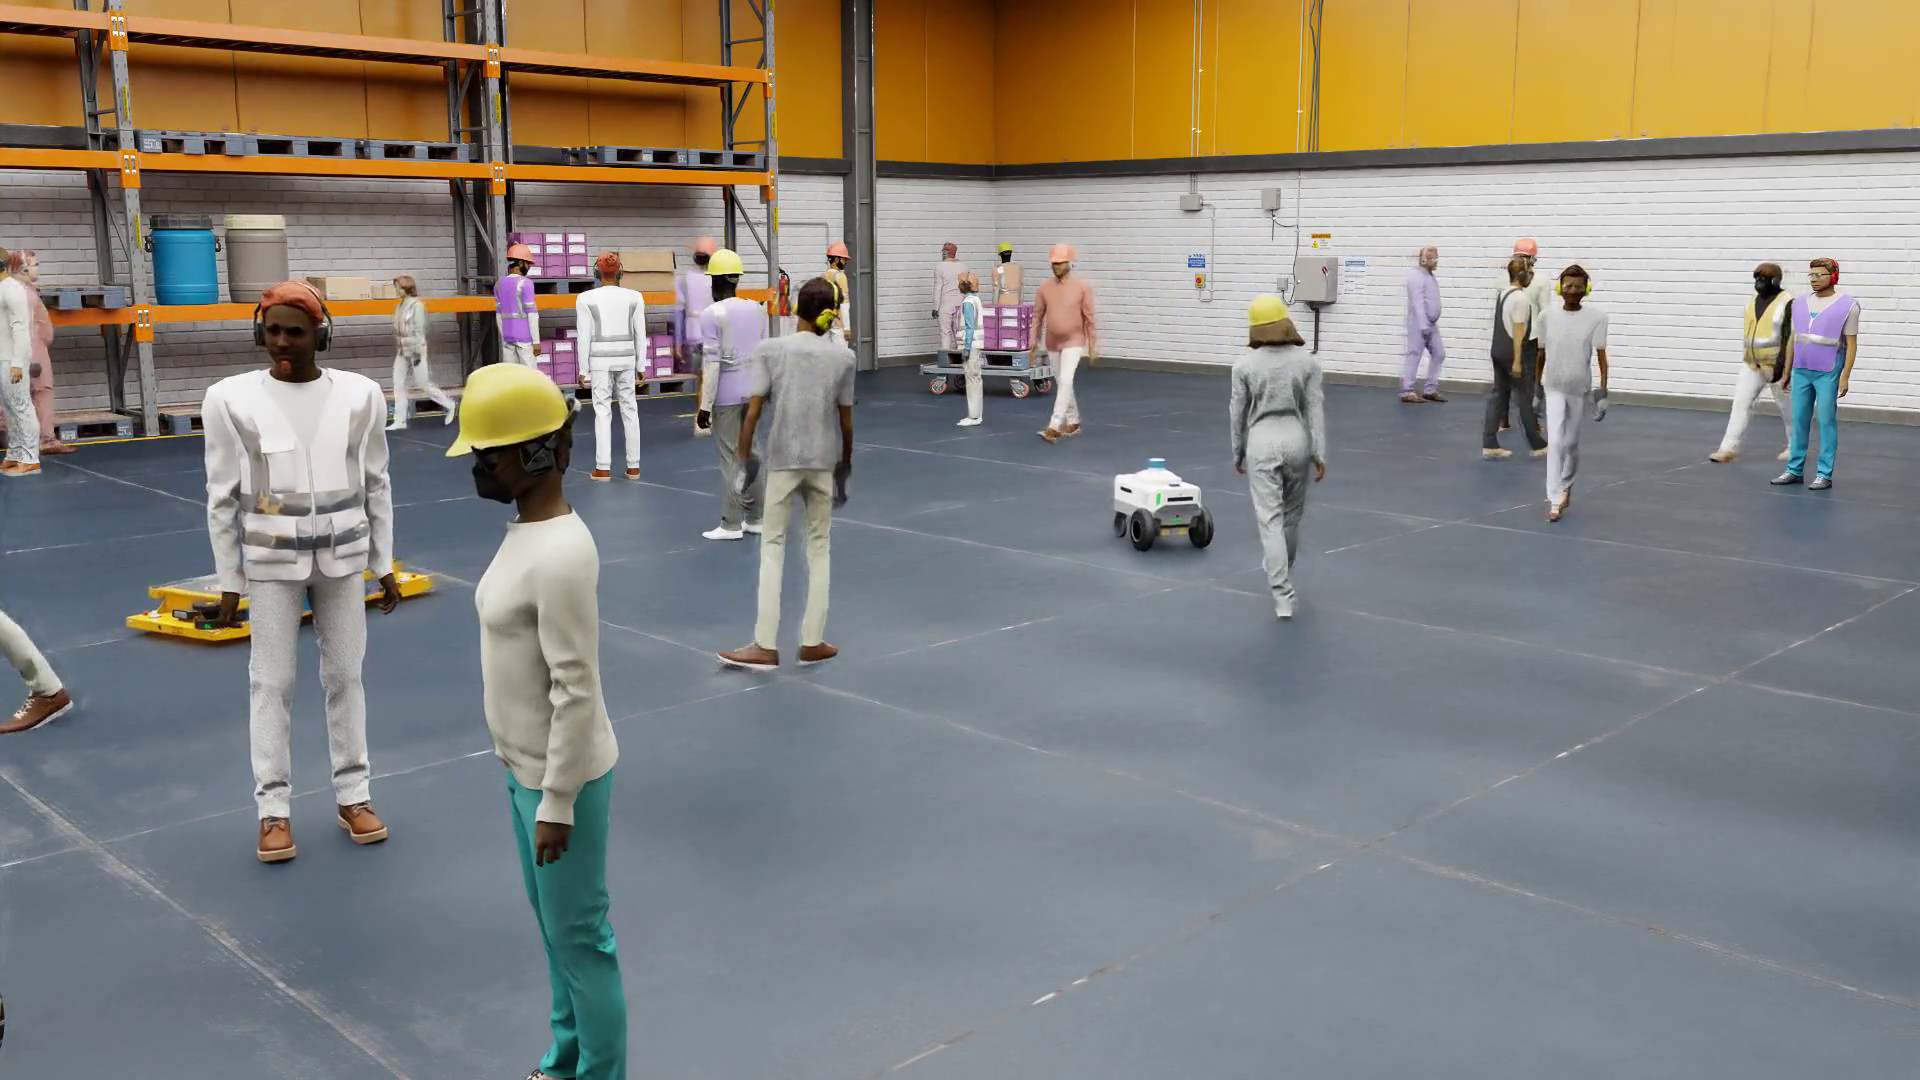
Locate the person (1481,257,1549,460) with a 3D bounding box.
[{"bbox_3d":[5.093,-1.629,15.014,0.762,1.820,0.542,-1,10,-8],"label":"person"}]

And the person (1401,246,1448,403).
[{"bbox_3d":[5.641,-2.570,19.988,0.670,1.885,0.649,8,13,36],"label":"person"}]

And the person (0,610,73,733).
[{"bbox_3d":[-4.048,-0.062,6.532,0.537,1.817,0.971,9,14,41],"label":"person"}]

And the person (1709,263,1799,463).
[{"bbox_3d":[7.224,-1.572,14.844,1.007,1.788,0.617,-5,12,-27],"label":"person"}]

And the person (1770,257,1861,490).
[{"bbox_3d":[6.873,-1.329,13.321,0.379,1.844,0.570,-6,12,-29],"label":"person"}]

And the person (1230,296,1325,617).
[{"bbox_3d":[1.708,-0.470,9.045,0.496,1.687,0.915,0,10,-2],"label":"person"}]

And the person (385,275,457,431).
[{"bbox_3d":[-5.677,-1.959,17.388,0.517,1.614,0.704,8,13,38],"label":"person"}]

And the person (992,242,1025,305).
[{"bbox_3d":[0.705,-3.548,25.233,0.585,1.917,0.382,-7,12,-33],"label":"person"}]

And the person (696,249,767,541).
[{"bbox_3d":[-1.525,-0.956,11.066,0.373,1.928,0.584,7,13,34],"label":"person"}]

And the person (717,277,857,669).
[{"bbox_3d":[-0.823,-0.311,7.826,0.698,1.828,0.413,-3,11,-15],"label":"person"}]

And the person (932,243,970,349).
[{"bbox_3d":[-0.161,-3.548,25.255,0.651,1.907,0.409,-8,13,-36],"label":"person"}]

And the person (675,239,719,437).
[{"bbox_3d":[-2.560,-2.061,16.951,0.631,1.981,1.063,3,11,14],"label":"person"}]

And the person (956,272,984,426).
[{"bbox_3d":[0.107,-2.031,17.717,0.310,1.638,0.523,1,10,8],"label":"person"}]

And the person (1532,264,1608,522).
[{"bbox_3d":[4.431,-1.084,12.075,0.521,1.824,0.974,4,11,21],"label":"person"}]

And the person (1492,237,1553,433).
[{"bbox_3d":[5.789,-2.097,17.130,0.618,1.999,0.419,8,13,38],"label":"person"}]

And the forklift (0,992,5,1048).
[{"bbox_3d":[-3.245,0.323,3.363,2.313,2.155,1.214,2,11,13],"label":"forklift"}]

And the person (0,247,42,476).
[{"bbox_3d":[-8.048,-1.509,14.052,0.627,1.940,0.372,10,14,42],"label":"person"}]

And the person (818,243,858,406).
[{"bbox_3d":[-1.472,-2.569,19.852,0.375,1.931,0.542,-8,13,-37],"label":"person"}]

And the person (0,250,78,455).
[{"bbox_3d":[-8.561,-1.703,15.228,0.624,1.893,0.659,-10,14,-43],"label":"person"}]

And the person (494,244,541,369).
[{"bbox_3d":[-4.560,-2.098,17.296,0.542,1.928,0.374,6,12,32],"label":"person"}]

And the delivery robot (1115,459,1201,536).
[{"bbox_3d":[1.293,-0.291,10.929,0.477,0.478,0.707,-3,11,-18],"label":"delivery robot"}]

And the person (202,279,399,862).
[{"bbox_3d":[-2.136,0.100,5.451,0.575,1.875,0.356,-7,12,-32],"label":"person"}]

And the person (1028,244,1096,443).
[{"bbox_3d":[0.997,-1.951,16.469,0.657,1.934,1.056,6,12,31],"label":"person"}]

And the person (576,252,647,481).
[{"bbox_3d":[-2.872,-1.424,13.737,0.583,1.882,0.350,-5,12,-27],"label":"person"}]

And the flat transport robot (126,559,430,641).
[{"bbox_3d":[-3.605,0.273,8.882,0.652,0.197,1.431,5,12,27],"label":"flat transport robot"}]

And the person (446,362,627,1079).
[{"bbox_3d":[-0.908,0.498,3.597,0.320,1.763,0.522,-5,11,-23],"label":"person"}]
